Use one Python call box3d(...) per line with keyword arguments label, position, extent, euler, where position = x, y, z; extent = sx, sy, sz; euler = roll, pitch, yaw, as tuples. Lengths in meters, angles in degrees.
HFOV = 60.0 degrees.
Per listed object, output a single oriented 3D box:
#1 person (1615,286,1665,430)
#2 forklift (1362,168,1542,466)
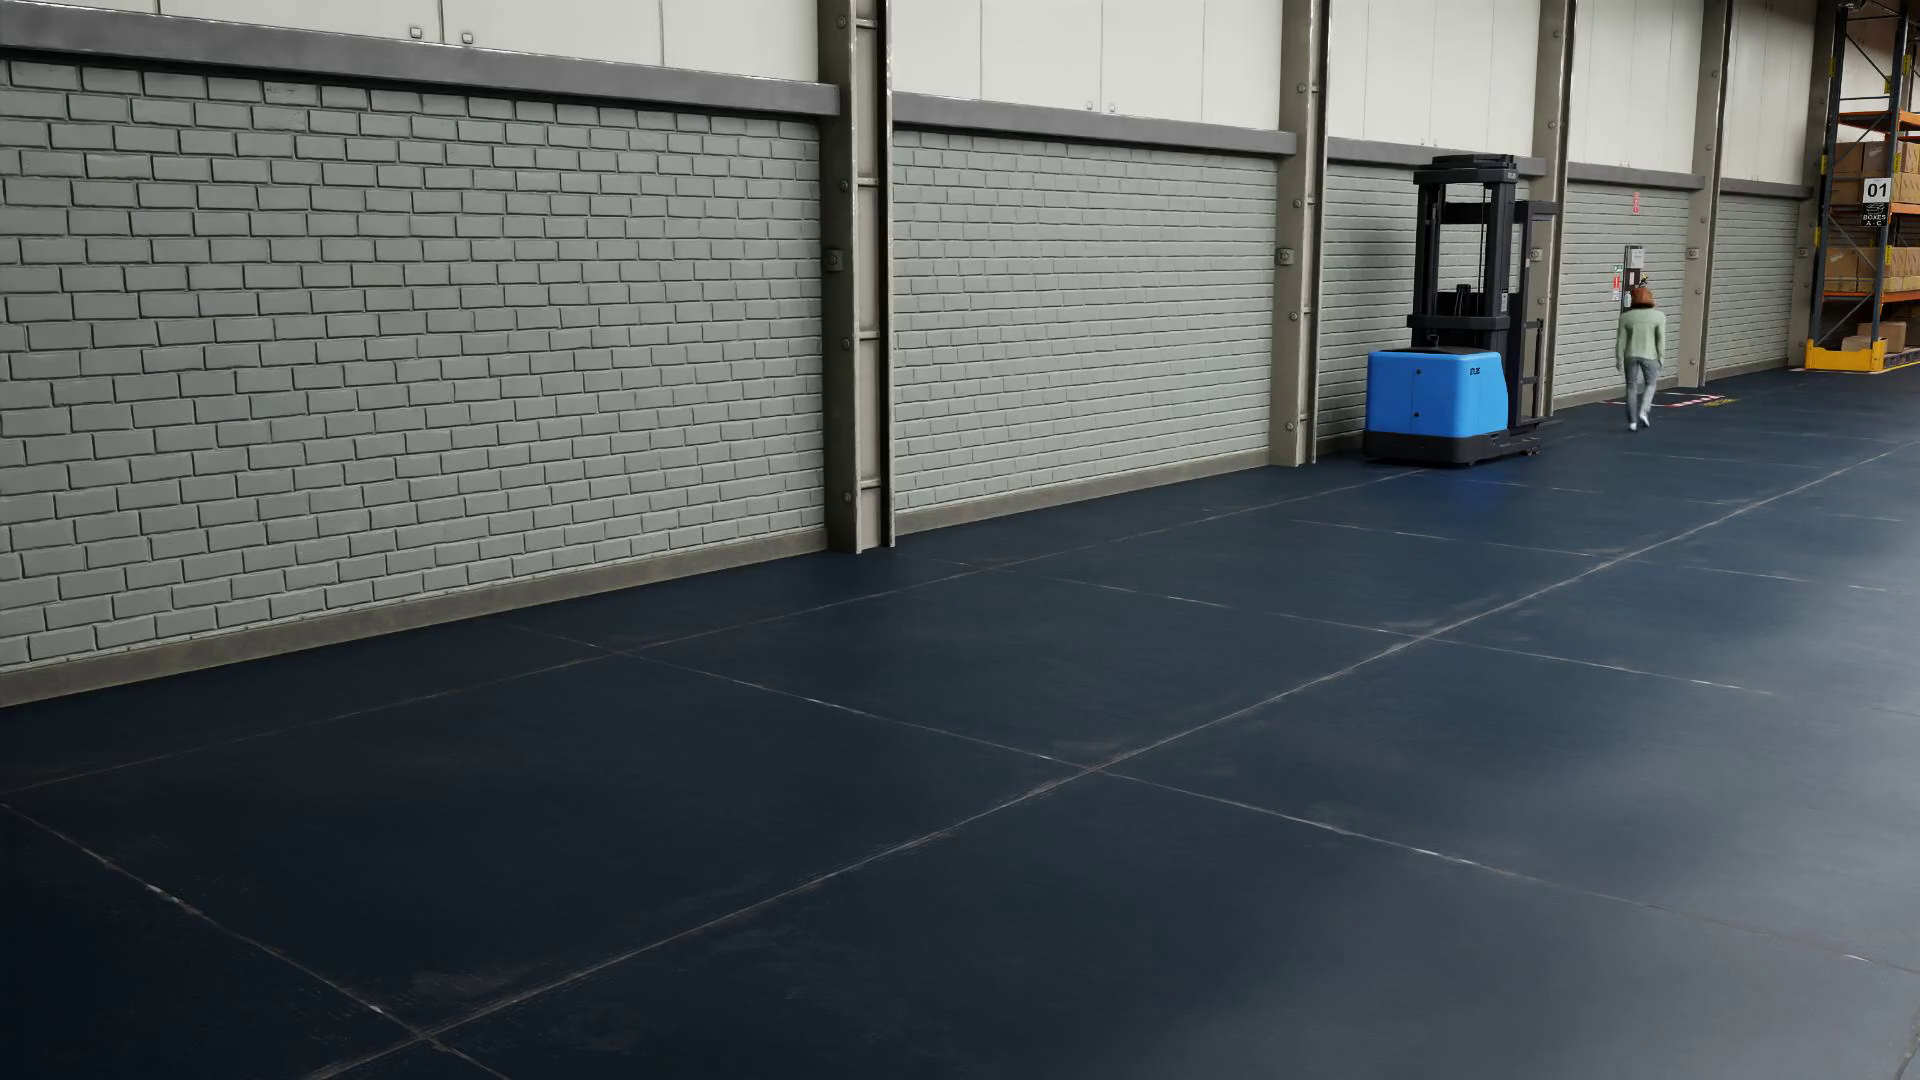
box3d(label="person", position=(7.662, -2.044, 18.755), extent=(0.531, 1.620, 0.328), euler=(5, 11, 27))
box3d(label="forklift", position=(4.875, -2.212, 16.287), extent=(1.129, 2.768, 1.873), euler=(8, 13, 40))
